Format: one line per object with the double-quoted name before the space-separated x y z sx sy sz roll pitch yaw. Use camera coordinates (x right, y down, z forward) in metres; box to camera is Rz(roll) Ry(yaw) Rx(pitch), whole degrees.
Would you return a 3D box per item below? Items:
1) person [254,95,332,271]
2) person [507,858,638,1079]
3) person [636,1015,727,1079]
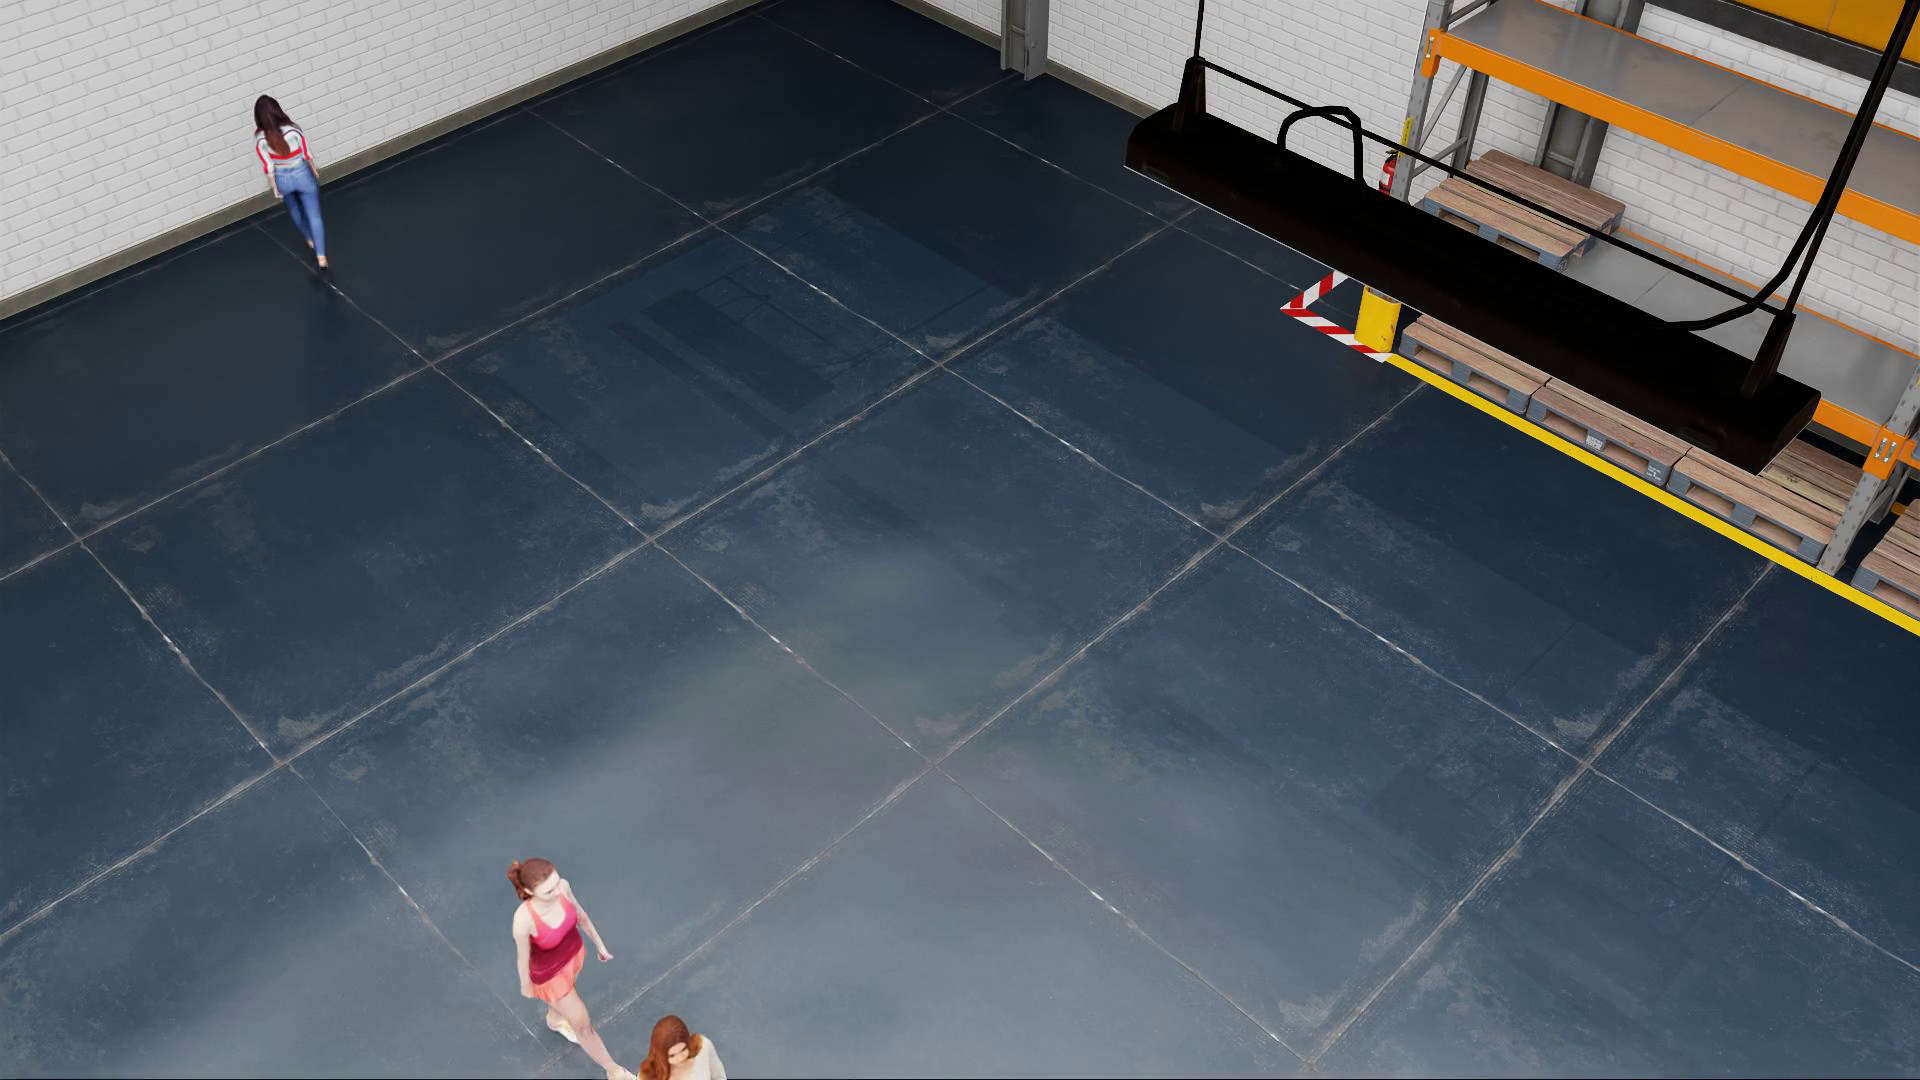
"person" -5.746 -3.066 14.395 0.902 1.587 1.138 -13 45 -13
"person" -2.186 2.196 8.772 1.073 1.725 0.771 21 47 20
"person" -1.388 2.770 8.196 0.687 1.687 1.110 -28 50 -26
